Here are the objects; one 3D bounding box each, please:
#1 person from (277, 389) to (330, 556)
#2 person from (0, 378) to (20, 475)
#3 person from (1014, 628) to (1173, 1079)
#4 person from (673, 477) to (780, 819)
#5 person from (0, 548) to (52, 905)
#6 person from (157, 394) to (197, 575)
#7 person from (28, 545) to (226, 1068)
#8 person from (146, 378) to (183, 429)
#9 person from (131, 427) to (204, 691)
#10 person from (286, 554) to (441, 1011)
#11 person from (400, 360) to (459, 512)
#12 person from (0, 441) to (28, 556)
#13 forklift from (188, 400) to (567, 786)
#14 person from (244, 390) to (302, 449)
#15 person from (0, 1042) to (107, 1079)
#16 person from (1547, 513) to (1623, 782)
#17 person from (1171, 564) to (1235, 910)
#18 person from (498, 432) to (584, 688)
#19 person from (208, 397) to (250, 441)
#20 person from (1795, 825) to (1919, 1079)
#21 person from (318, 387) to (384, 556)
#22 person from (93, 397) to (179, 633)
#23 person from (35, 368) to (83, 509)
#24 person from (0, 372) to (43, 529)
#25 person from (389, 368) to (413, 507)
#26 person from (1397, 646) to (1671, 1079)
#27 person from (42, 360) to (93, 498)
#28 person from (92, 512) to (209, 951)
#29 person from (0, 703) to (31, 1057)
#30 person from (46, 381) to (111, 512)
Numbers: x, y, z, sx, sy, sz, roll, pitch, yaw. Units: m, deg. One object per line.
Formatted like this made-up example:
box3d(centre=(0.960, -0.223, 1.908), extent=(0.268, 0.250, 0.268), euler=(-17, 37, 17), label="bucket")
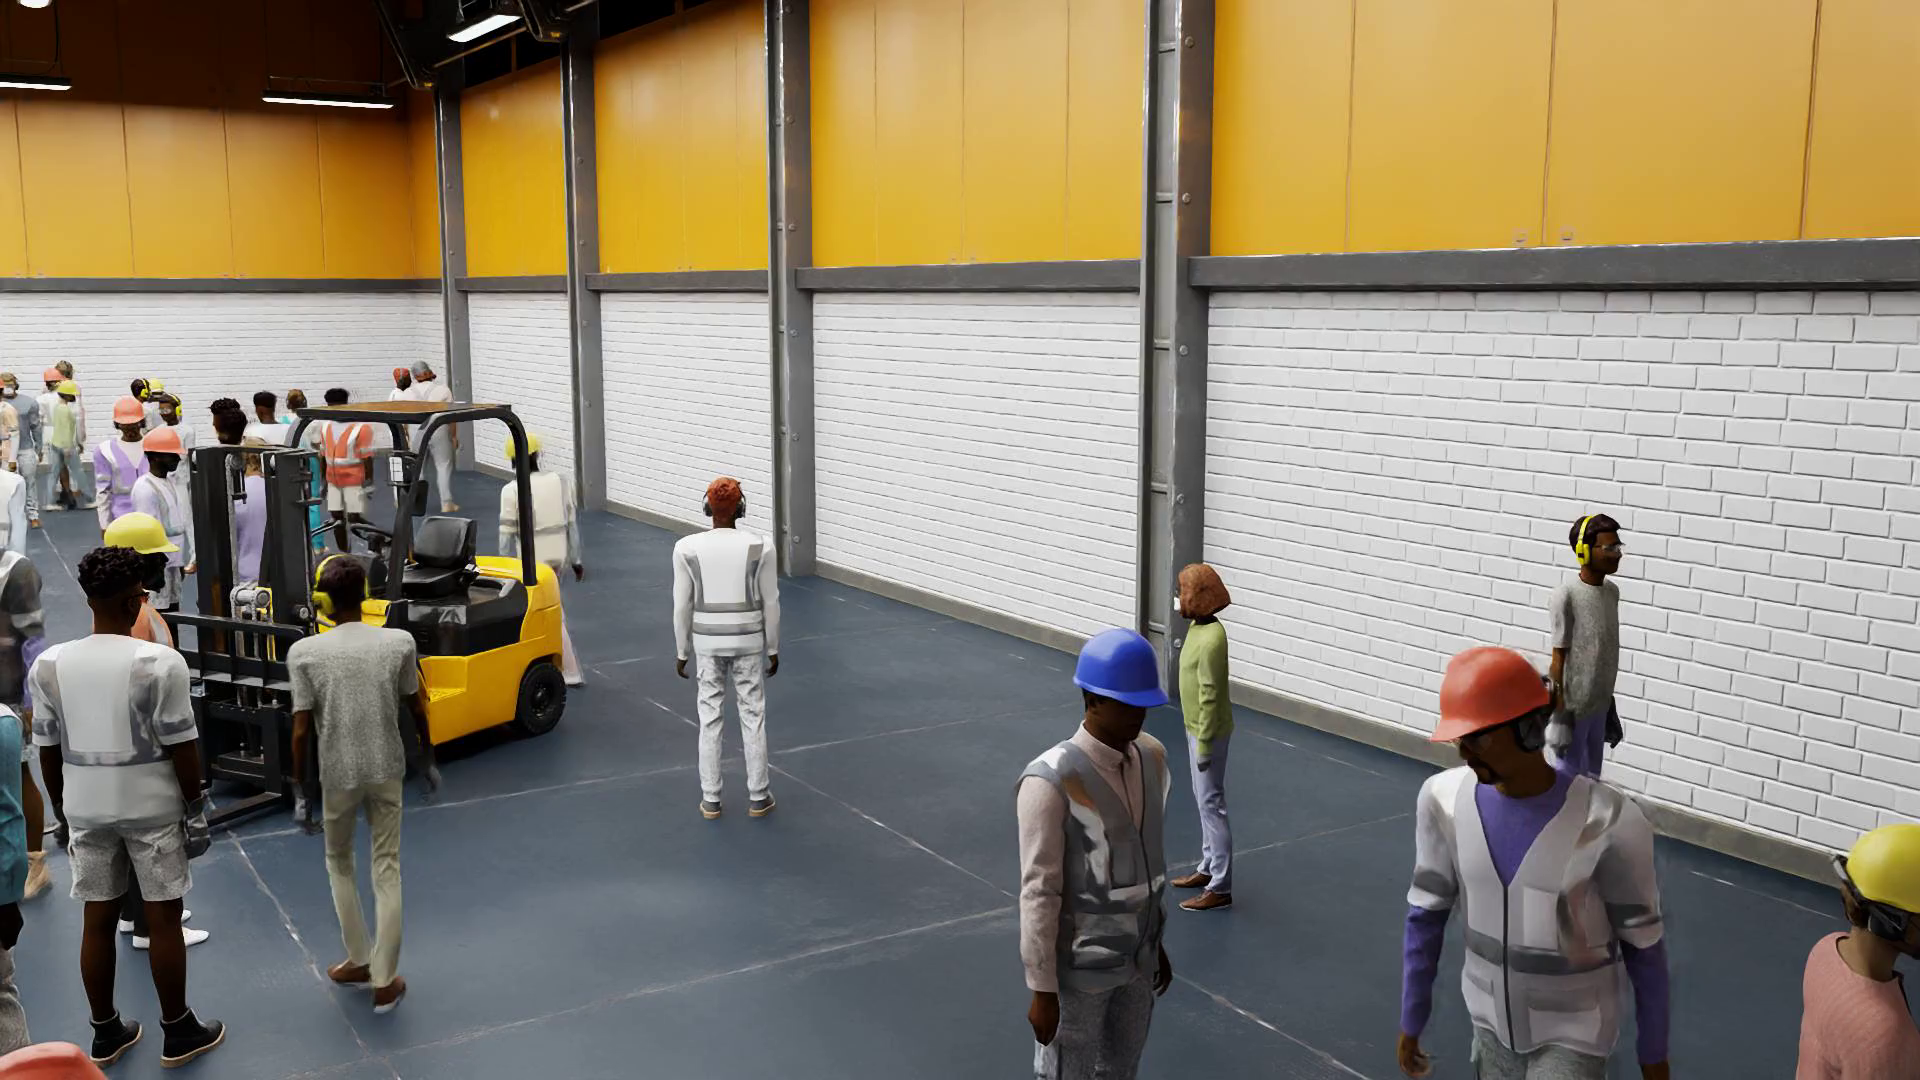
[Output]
box3d(centre=(-7.199, -0.732, 18.192), extent=(0.504, 1.847, 0.345), euler=(-1, 8, -6), label="person")
box3d(centre=(-11.328, -0.989, 19.616), extent=(0.548, 1.936, 0.378), euler=(5, 10, 31), label="person")
box3d(centre=(0.413, 1.205, 4.805), extent=(0.408, 1.942, 0.616), euler=(8, 11, 42), label="person")
box3d(centre=(-1.272, 0.595, 9.128), extent=(0.574, 1.883, 0.360), euler=(0, 8, -2), label="person")
box3d(centre=(-4.605, 0.710, 7.816), extent=(0.615, 2.039, 0.393), euler=(2, 9, 14), label="person")
box3d(centre=(-8.035, -0.569, 17.058), extent=(0.519, 1.860, 0.320), euler=(4, 9, 22), label="person")
box3d(centre=(-3.088, 0.991, 6.173), extent=(0.603, 1.967, 0.366), euler=(0, 8, 3), label="person")
box3d(centre=(-9.940, -1.089, 20.638), extent=(0.404, 1.833, 0.590), euler=(6, 10, 36), label="person")
box3d(centre=(-5.706, 0.152, 11.963), extent=(0.389, 1.930, 0.544), euler=(-1, 8, -6), label="person")
box3d(centre=(-2.403, 0.966, 6.771), extent=(0.592, 1.847, 0.515), euler=(-4, 9, -25), label="person")
box3d(centre=(-6.980, -1.385, 21.942), extent=(0.705, 2.000, 0.535), euler=(0, 8, 1), label="person")
box3d(centre=(-7.316, 0.111, 12.505), extent=(0.601, 1.857, 1.047), euler=(-1, 8, -6), label="person")
box3d(centre=(-3.529, 0.258, 10.348), extent=(1.214, 2.155, 2.313), euler=(4, 9, 25), label="forklift")
box3d(centre=(-6.885, -0.544, 16.719), extent=(1.017, 1.919, 0.638), euler=(5, 10, 31), label="person")
box3d(centre=(-1.397, 1.627, 2.598), extent=(0.335, 1.753, 0.563), euler=(-6, 11, -37), label="person")
box3d(centre=(2.914, 0.806, 7.729), extent=(0.514, 1.876, 0.328), euler=(-7, 11, -40), label="person")
box3d(centre=(1.141, 0.916, 7.833), extent=(0.288, 1.626, 0.497), euler=(0, 8, 1), label="person")
box3d(centre=(-3.147, 0.137, 12.239), extent=(0.993, 1.868, 0.607), euler=(6, 10, 36), label="person")
box3d(centre=(-6.494, -0.306, 14.957), extent=(0.379, 1.958, 0.608), euler=(-2, 9, -14), label="person")
box3d(centre=(1.989, 1.470, 3.676), extent=(0.342, 1.754, 0.531), euler=(2, 9, 16), label="person")
box3d(centre=(-6.302, -0.625, 17.194), extent=(0.613, 1.934, 0.617), euler=(3, 9, 18), label="person")
box3d(centre=(-6.886, -0.189, 13.941), extent=(0.613, 2.028, 0.409), euler=(-5, 10, -31), label="person")
box3d(centre=(-12.078, -1.356, 22.324), extent=(0.552, 1.900, 0.980), euler=(-8, 12, -43), label="person")
box3d(centre=(-11.539, -1.080, 20.283), extent=(0.636, 1.928, 0.387), euler=(-5, 10, -32), label="person")
box3d(centre=(-7.518, -1.380, 22.427), extent=(0.337, 1.882, 0.584), euler=(-4, 9, -25), label="person")
box3d(centre=(1.481, 1.248, 4.333), extent=(0.634, 1.993, 0.623), euler=(-8, 11, -41), label="person")
box3d(centre=(-12.590, -1.557, 23.436), extent=(0.634, 1.938, 0.355), euler=(3, 9, 17), label="person")
box3d(centre=(-3.599, 0.836, 7.345), extent=(0.370, 1.929, 0.585), euler=(-6, 10, -35), label="person")
box3d(centre=(-3.306, 1.122, 5.395), extent=(0.605, 1.939, 0.415), euler=(2, 9, 13), label="person")
box3d(centre=(-11.755, -1.241, 22.032), extent=(0.807, 1.729, 0.545), euler=(-8, 11, -42), label="person")
